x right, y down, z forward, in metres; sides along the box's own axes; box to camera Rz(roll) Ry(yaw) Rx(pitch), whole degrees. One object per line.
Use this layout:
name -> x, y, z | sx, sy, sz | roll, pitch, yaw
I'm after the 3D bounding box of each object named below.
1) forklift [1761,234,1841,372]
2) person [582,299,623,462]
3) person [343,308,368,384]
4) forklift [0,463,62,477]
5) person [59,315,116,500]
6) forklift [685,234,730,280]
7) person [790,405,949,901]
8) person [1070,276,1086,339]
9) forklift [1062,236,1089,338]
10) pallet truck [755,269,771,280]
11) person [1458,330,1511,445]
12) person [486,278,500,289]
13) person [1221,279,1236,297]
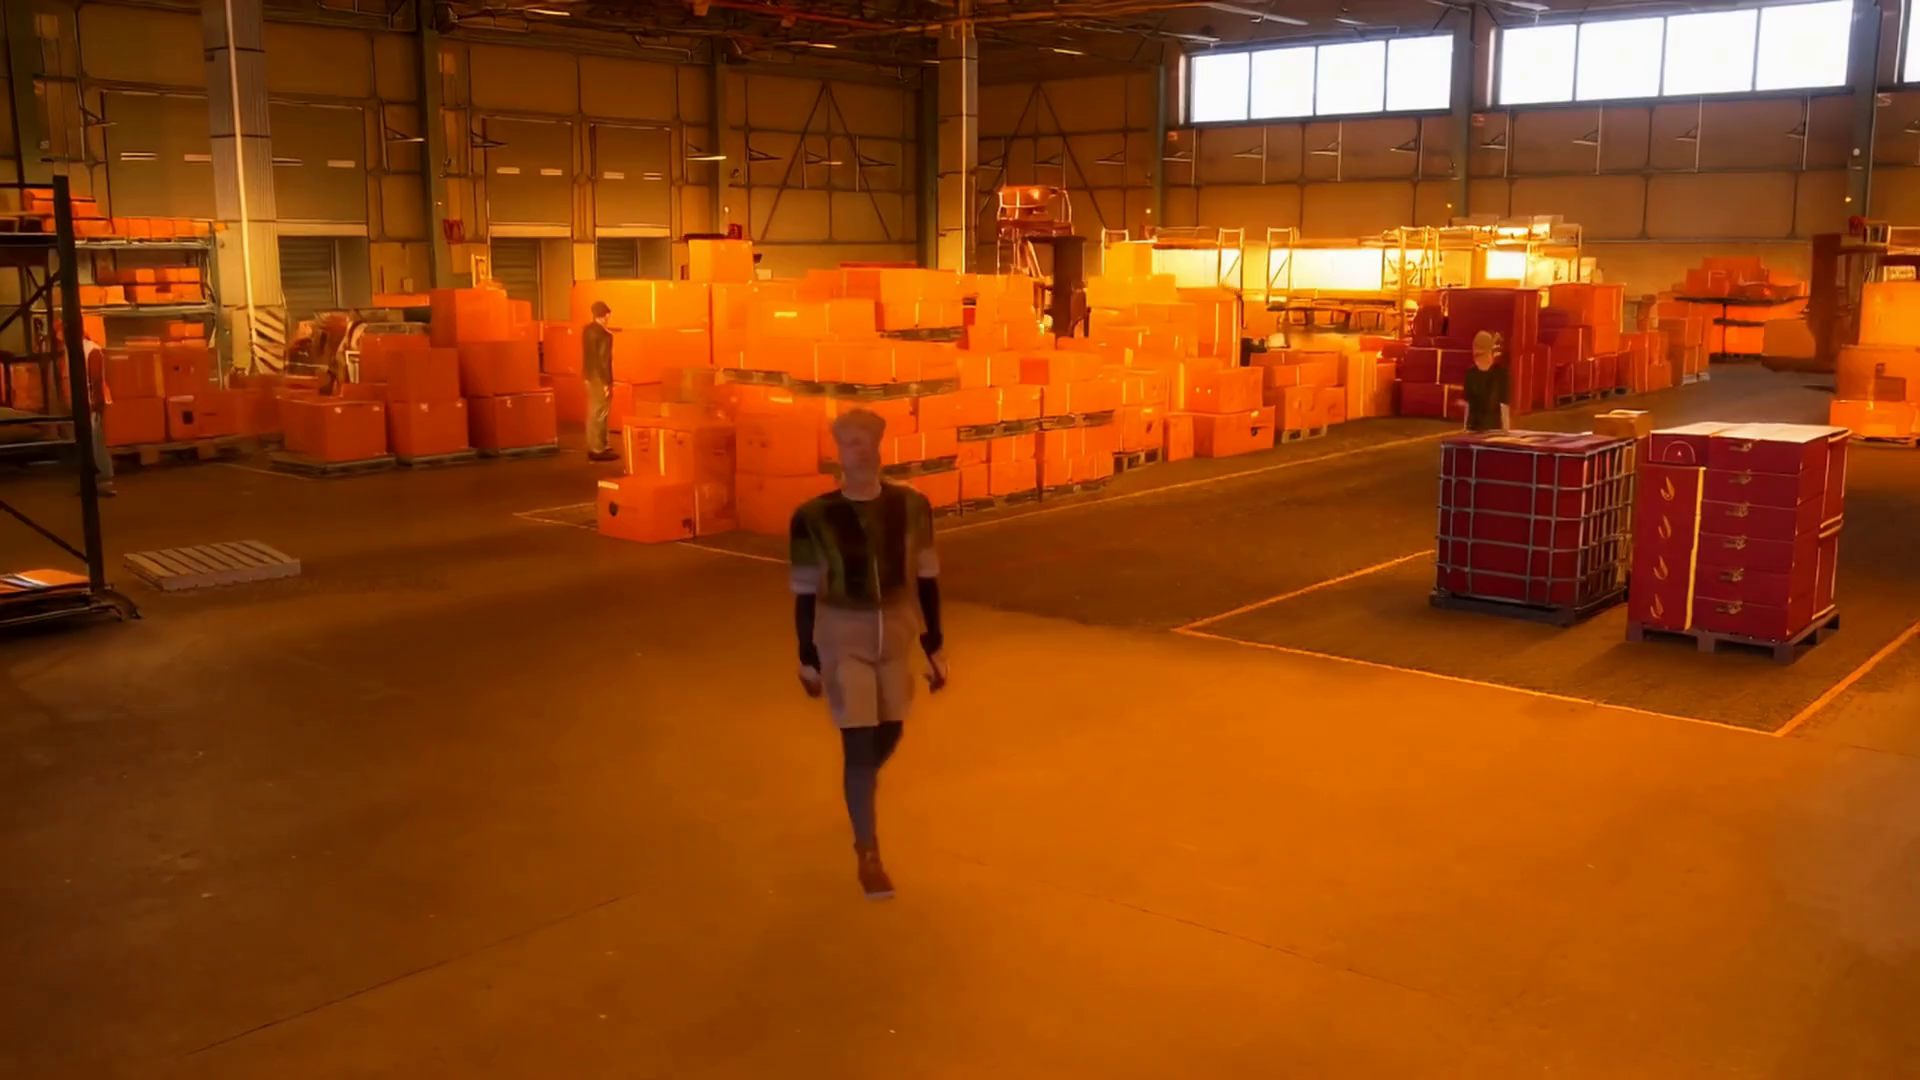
forklift -> 17.692, -4.881, 34.183 | 1.873, 2.768, 1.129 | 8, 13, 40
person -> -4.309, -1.898, 19.878 | 0.377, 1.940, 0.628 | -6, 12, -30
person -> -9.176, -2.701, 25.301 | 0.522, 1.638, 0.309 | 7, 12, 33
forklift -> -11.029, -2.027, 17.932 | 1.129, 2.768, 1.873 | 8, 13, 40
person -> -8.858, -1.356, 16.900 | 0.595, 1.908, 0.392 | 8, 13, 37
forklift -> -5.029, -4.728, 33.312 | 1.129, 2.768, 1.873 | 7, 12, 35
person -> -0.395, 0.400, 6.810 | 0.601, 1.937, 0.937 | -4, 11, -21
person -> 2.571, -4.819, 36.522 | 0.378, 1.937, 0.628 | 2, 10, 13
forklift -> 2.616, -5.613, 38.351 | 1.873, 2.768, 1.129 | 2, 10, 14
pallet truck -> -4.996, -6.432, 45.525 | 1.885, 1.965, 0.823 | -6, 12, -32
person -> 4.552, -0.886, 14.355 | 0.603, 1.854, 0.545 | -5, 11, -25
person -> -9.499, -4.352, 33.862 | 0.373, 1.933, 0.551 | 3, 11, 19
person -> 5.862, -4.678, 35.843 | 0.959, 1.901, 0.546 | 4, 11, 23
